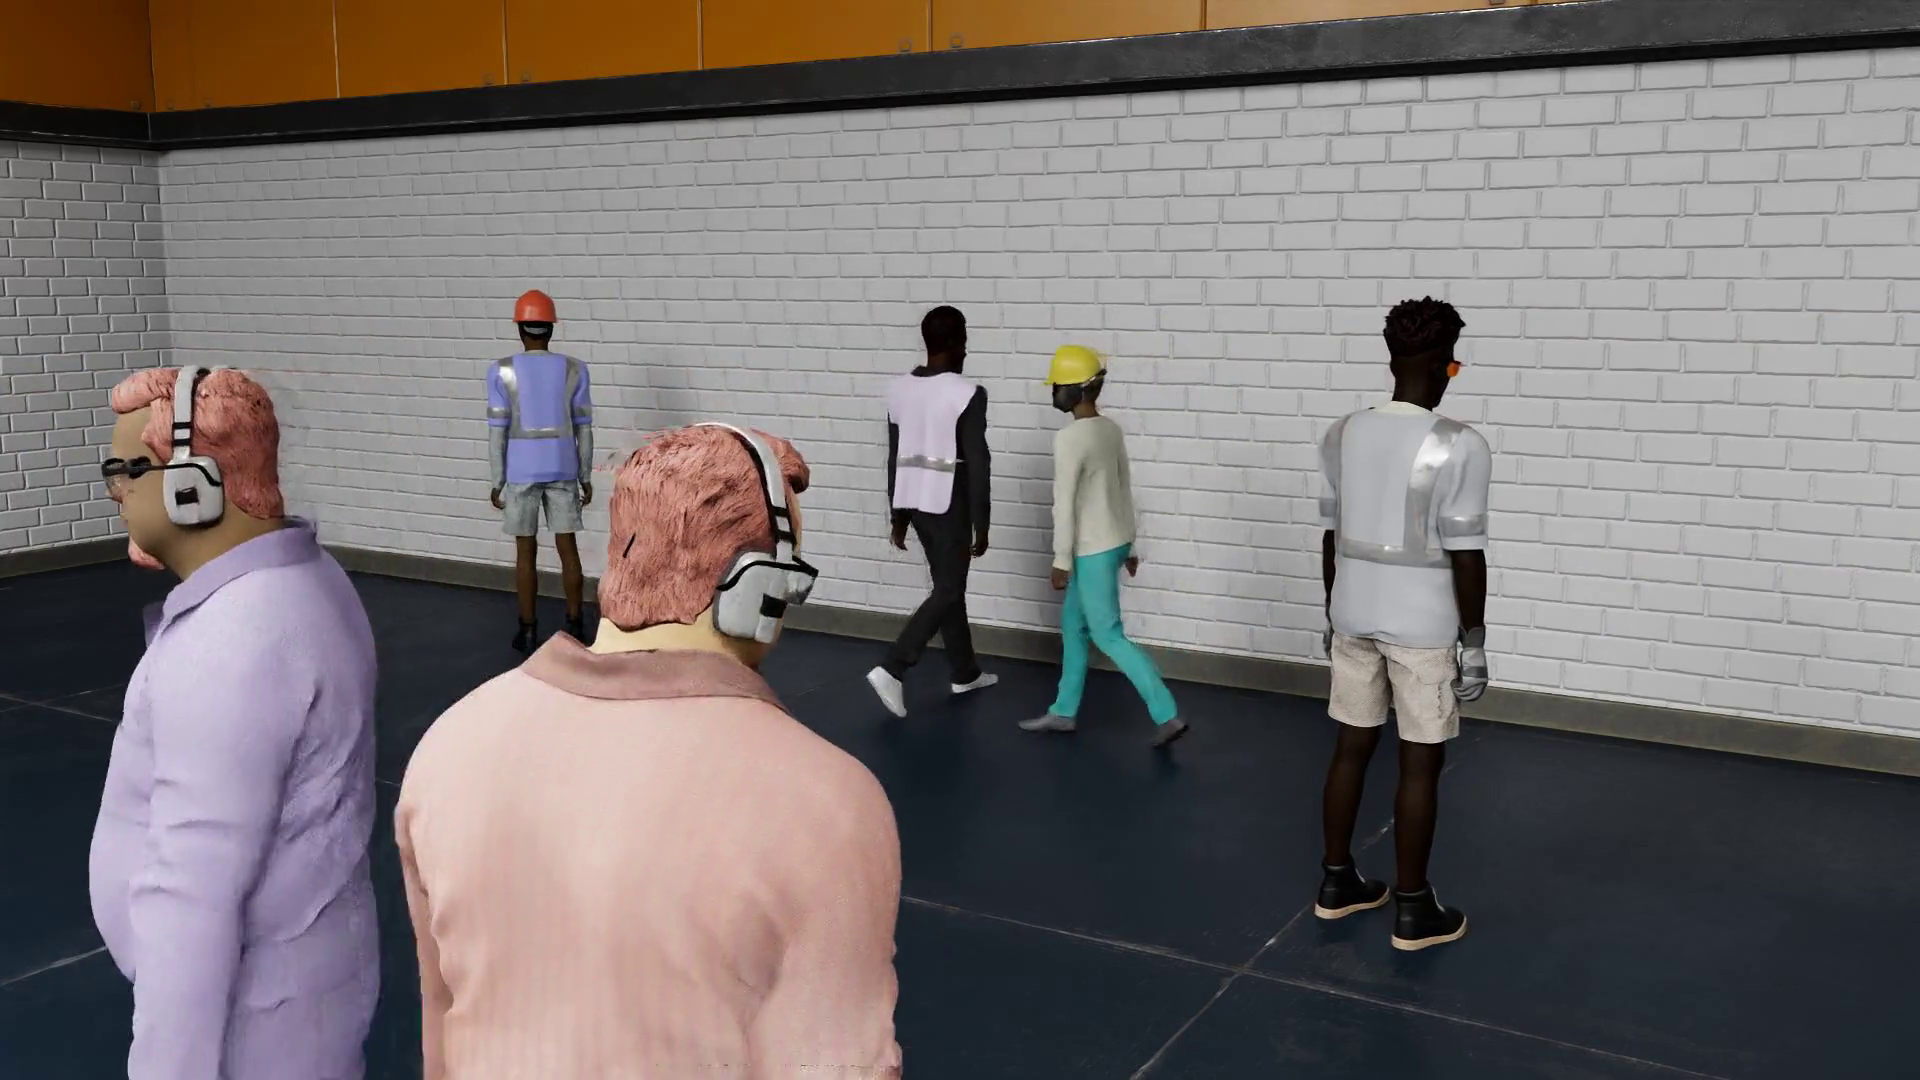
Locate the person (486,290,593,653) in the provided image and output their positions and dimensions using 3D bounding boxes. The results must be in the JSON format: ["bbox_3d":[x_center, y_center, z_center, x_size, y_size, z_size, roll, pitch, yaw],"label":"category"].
[{"bbox_3d":[-2.244,-0.363,8.910,0.551,1.935,0.367,-4,10,-22],"label":"person"}]

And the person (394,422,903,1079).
[{"bbox_3d":[-0.309,0.796,1.913,0.762,1.851,0.933,5,10,29],"label":"person"}]

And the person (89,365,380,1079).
[{"bbox_3d":[-1.093,0.693,2.479,0.465,1.893,0.649,-3,10,-17],"label":"person"}]

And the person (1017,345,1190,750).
[{"bbox_3d":[0.643,0.033,7.081,0.798,1.728,0.525,4,10,25],"label":"person"}]

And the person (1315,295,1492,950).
[{"bbox_3d":[1.341,0.247,5.045,0.375,1.958,0.606,-6,11,-35],"label":"person"}]

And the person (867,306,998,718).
[{"bbox_3d":[-0.115,-0.144,7.732,0.936,1.886,0.600,-9,13,-44],"label":"person"}]
